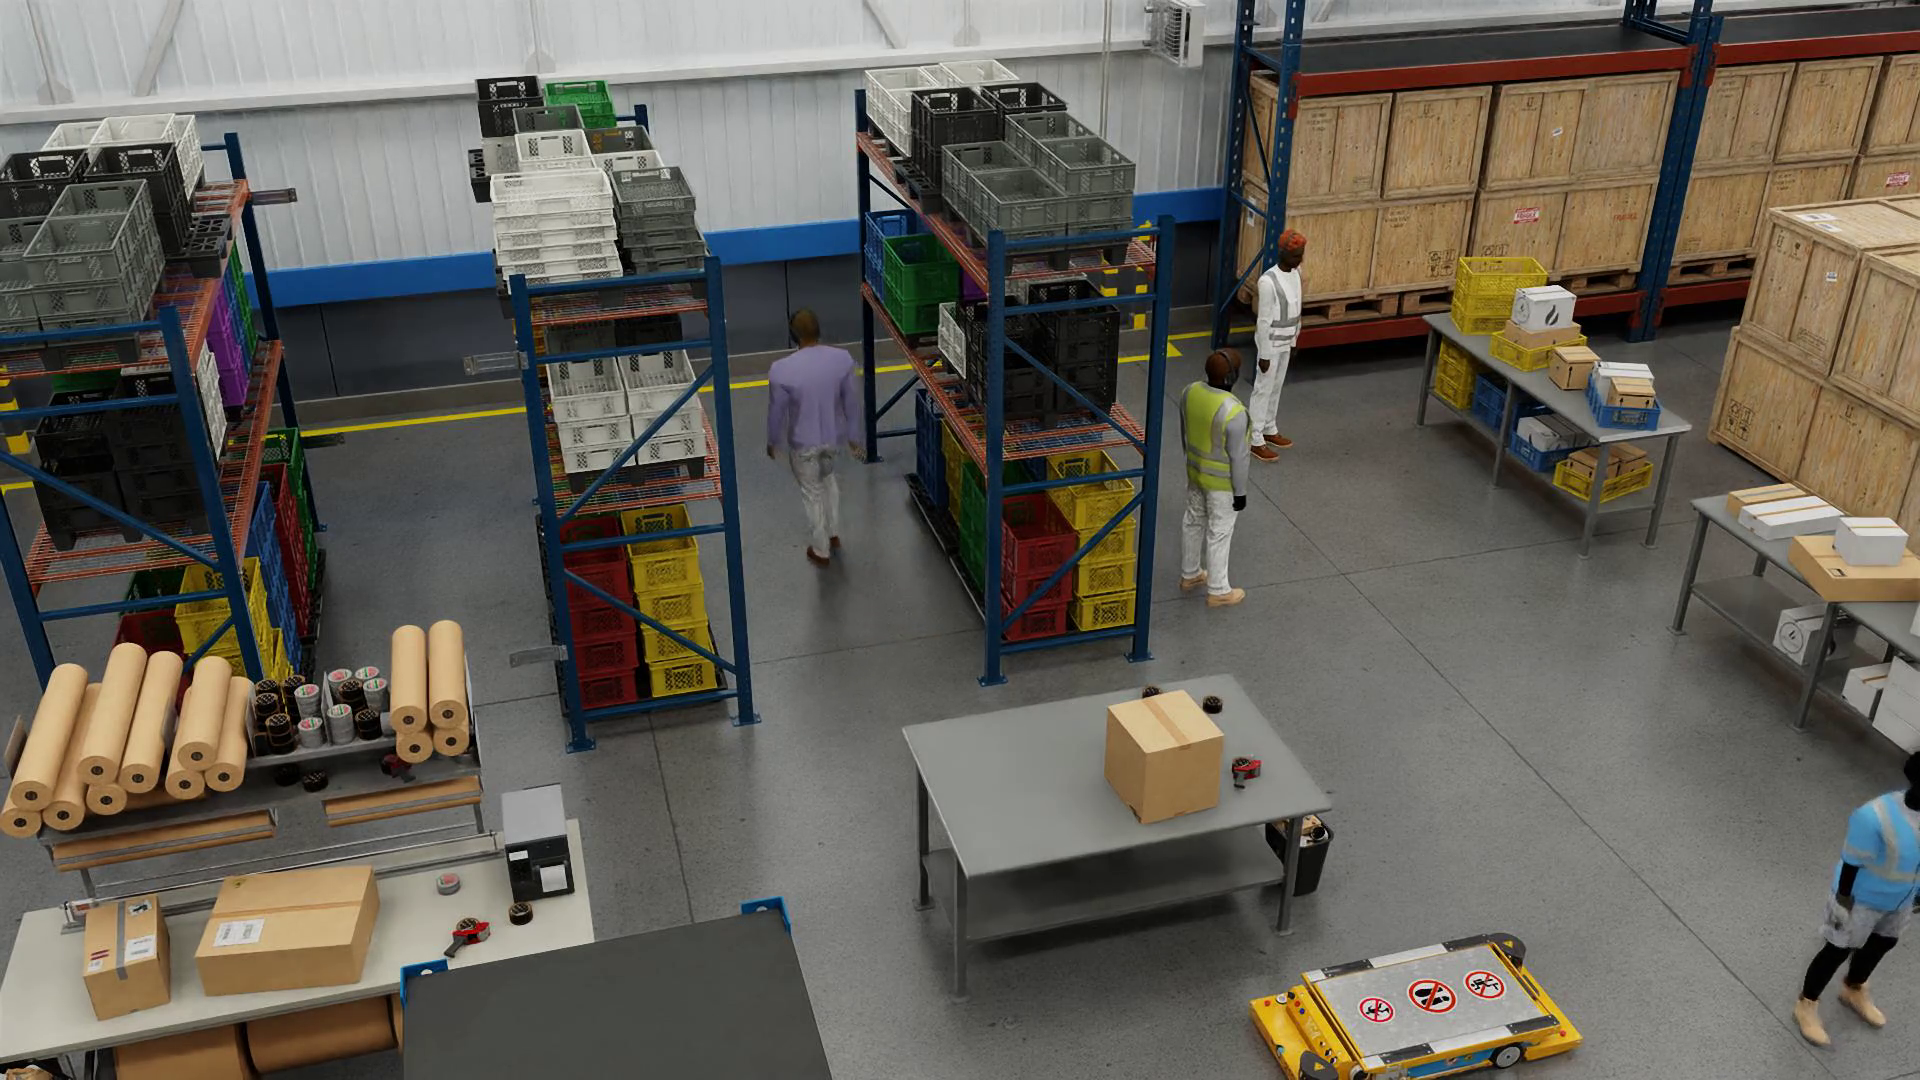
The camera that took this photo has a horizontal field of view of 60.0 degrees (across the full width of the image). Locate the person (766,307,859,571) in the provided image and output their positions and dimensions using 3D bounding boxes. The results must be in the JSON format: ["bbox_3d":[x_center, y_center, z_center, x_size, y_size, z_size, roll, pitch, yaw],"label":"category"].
[{"bbox_3d":[-1.052,-0.721,11.759,0.628,1.905,0.586,-17,33,-28],"label":"person"}]

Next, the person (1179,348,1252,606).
[{"bbox_3d":[1.745,-0.434,11.302,0.429,1.847,0.627,-16,33,-27],"label":"person"}]

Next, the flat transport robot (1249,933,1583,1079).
[{"bbox_3d":[2.184,2.282,7.980,1.431,0.197,0.652,-8,30,-14],"label":"flat transport robot"}]

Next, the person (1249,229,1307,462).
[{"bbox_3d":[2.543,-1.567,13.319,0.356,1.887,0.572,18,34,29],"label":"person"}]

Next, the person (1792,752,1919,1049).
[{"bbox_3d":[4.268,1.637,7.697,0.546,1.673,0.374,-8,30,-14],"label":"person"}]
